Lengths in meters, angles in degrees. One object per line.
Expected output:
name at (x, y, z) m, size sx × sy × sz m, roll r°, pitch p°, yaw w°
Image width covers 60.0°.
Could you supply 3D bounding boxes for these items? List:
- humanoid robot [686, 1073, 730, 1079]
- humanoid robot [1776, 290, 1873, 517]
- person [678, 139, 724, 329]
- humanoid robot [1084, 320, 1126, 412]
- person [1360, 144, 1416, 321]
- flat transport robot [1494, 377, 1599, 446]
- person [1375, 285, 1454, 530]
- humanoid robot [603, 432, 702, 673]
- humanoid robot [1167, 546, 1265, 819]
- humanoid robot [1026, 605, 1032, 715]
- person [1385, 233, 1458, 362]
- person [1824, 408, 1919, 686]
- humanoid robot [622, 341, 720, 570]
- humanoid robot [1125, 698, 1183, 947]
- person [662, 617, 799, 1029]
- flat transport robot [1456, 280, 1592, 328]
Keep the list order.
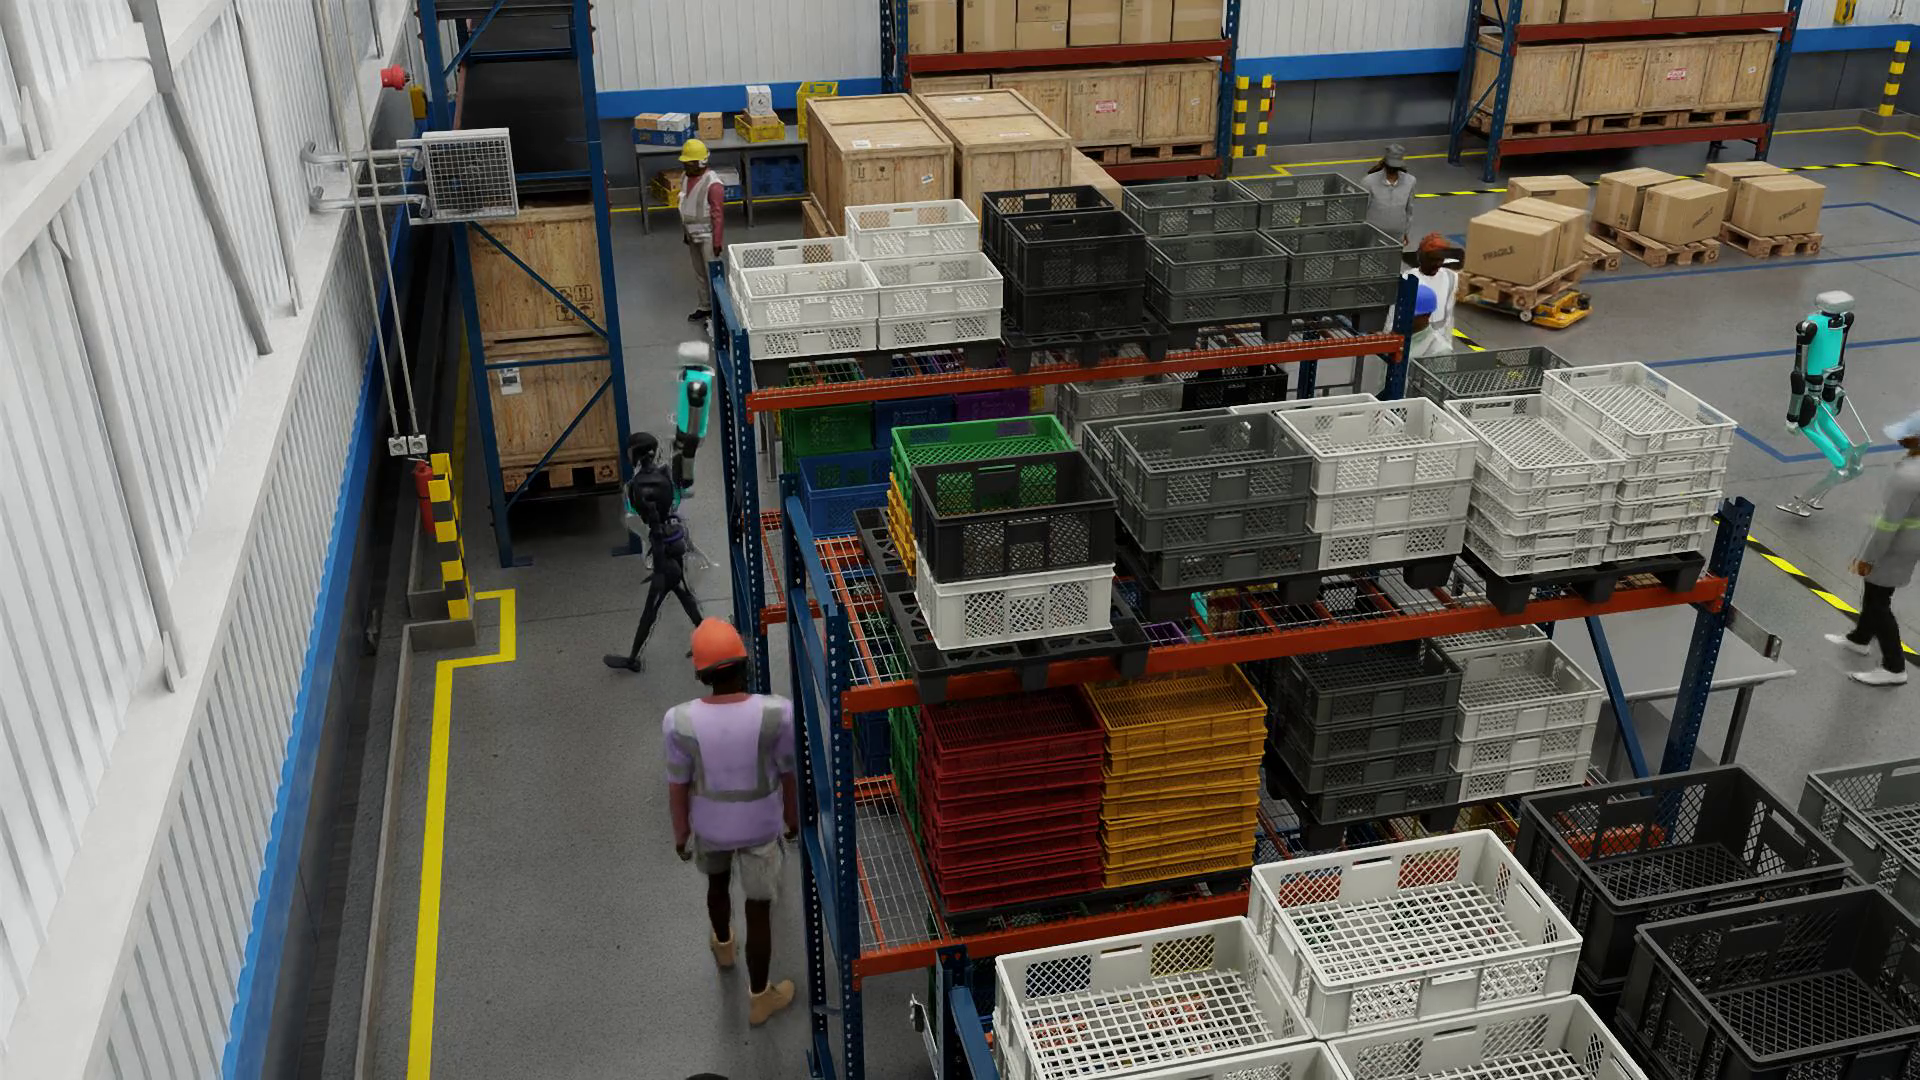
humanoid robot at (-0.823, 2.489, 5.802) m, size 0.321 × 1.651 × 0.603 m, roll -5°, pitch 28°, yaw -9°
humanoid robot at (6.380, -0.937, 12.106) m, size 0.533 × 1.677 × 0.735 m, roll -15°, pitch 31°, yaw -26°
person at (-2.472, -2.938, 15.952) m, size 0.403 × 1.827 × 0.598 m, roll -22°, pitch 35°, yaw -35°
humanoid robot at (1.108, -1.207, 12.840) m, size 0.400 × 1.642 × 0.597 m, roll 8°, pitch 29°, yaw 15°
person at (4.079, -2.957, 16.053) m, size 0.564 × 1.762 × 0.406 m, roll -2°, pitch 28°, yaw -4°
flat transport robot at (4.780, -1.036, 14.013) m, size 0.659 × 0.231 × 1.431 m, roll -6°, pitch 28°, yaw -12°
person at (3.232, -0.927, 12.018) m, size 0.419 × 1.940 × 0.607 m, roll -13°, pitch 31°, yaw -24°
humanoid robot at (-1.914, 0.071, 10.441) m, size 0.789 × 1.620 × 0.611 m, roll -5°, pitch 28°, yaw -9°
humanoid robot at (1.408, 0.796, 8.818) m, size 0.735 × 1.677 × 0.533 m, roll 5°, pitch 28°, yaw 9°
humanoid robot at (0.487, 1.042, 8.557) m, size 1.016 × 1.787 × 0.538 m, roll -4°, pitch 28°, yaw -8°
person at (3.644, -1.522, 13.211) m, size 0.621 × 1.882 × 0.342 m, roll -8°, pitch 29°, yaw -14°
person at (5.860, 0.018, 10.369) m, size 0.652 × 1.835 × 0.529 m, roll -25°, pitch 37°, yaw -38°
humanoid robot at (-2.016, -0.494, 11.423) m, size 0.877 × 1.774 × 0.534 m, roll -4°, pitch 28°, yaw -7°
humanoid robot at (0.900, 1.357, 7.897) m, size 0.549 × 1.787 × 0.782 m, roll -24°, pitch 36°, yaw -38°
person at (-1.034, 1.301, 7.731) m, size 0.620 × 2.000 × 0.719 m, roll 0°, pitch 28°, yaw 0°
flat transport robot at (5.519, -2.452, 16.670) m, size 1.431 × 0.197 × 0.652 m, roll 23°, pitch 35°, yaw 36°
